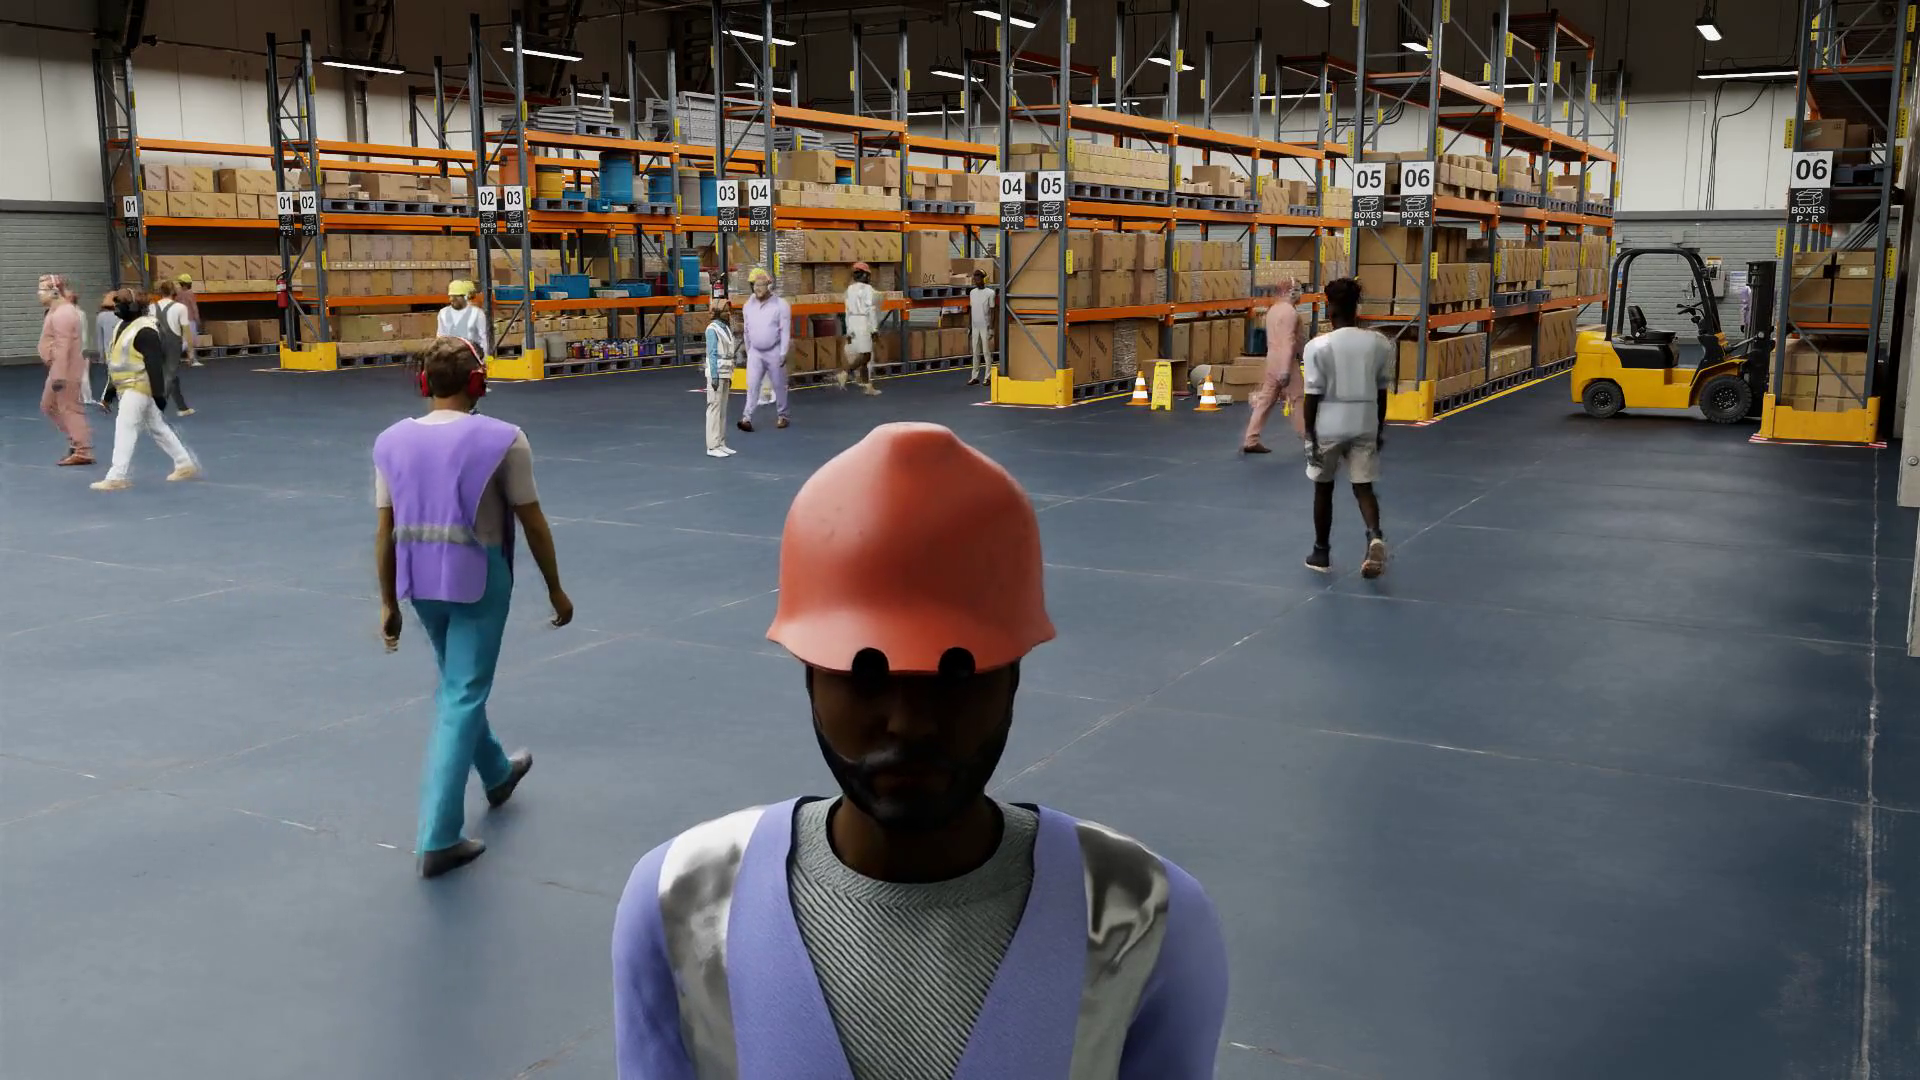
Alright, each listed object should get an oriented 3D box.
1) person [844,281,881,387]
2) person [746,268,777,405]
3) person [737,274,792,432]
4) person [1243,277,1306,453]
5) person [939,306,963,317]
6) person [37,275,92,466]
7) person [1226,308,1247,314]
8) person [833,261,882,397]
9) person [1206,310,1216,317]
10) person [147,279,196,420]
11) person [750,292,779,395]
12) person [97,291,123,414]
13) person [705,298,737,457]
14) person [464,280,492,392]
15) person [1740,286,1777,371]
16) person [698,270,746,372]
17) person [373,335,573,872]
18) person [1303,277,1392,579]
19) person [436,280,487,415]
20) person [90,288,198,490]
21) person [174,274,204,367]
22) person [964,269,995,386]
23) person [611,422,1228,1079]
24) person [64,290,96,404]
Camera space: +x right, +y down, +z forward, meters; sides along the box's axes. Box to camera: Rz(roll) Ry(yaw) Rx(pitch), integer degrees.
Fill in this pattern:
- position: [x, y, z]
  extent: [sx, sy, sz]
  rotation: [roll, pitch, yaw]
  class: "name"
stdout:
- position: [-1.573, -3.347, 26.454]
  extent: [0.657, 1.825, 0.451]
  rotation: [6, 11, 32]
  class: "person"
- position: [-2.748, -2.805, 23.036]
  extent: [0.423, 1.910, 0.612]
  rotation: [-7, 12, -36]
  class: "person"
- position: [-2.312, -2.217, 19.777]
  extent: [0.646, 1.853, 1.010]
  rotation: [2, 10, 14]
  class: "person"
- position: [3.443, -1.820, 17.437]
  extent: [0.989, 1.851, 0.669]
  rotation: [-2, 10, -9]
  class: "person"
- position: [-0.175, -4.833, 34.836]
  extent: [0.630, 1.940, 0.372]
  rotation: [6, 11, 30]
  class: "person"
- position: [-8.886, -1.670, 16.458]
  extent: [0.455, 1.886, 0.672]
  rotation: [-5, 11, -28]
  class: "person"
- position: [5.833, -4.768, 34.543]
  extent: [0.626, 1.903, 0.454]
  rotation: [6, 12, 32]
  class: "person"
- position: [-1.533, -3.084, 24.430]
  extent: [0.752, 1.993, 0.701]
  rotation: [-6, 12, -33]
  class: "person"
- position: [5.309, -4.870, 35.388]
  extent: [0.541, 1.821, 0.944]
  rotation: [9, 13, 41]
  class: "person"
- position: [-10.088, -2.418, 21.161]
  extent: [0.549, 1.796, 0.926]
  rotation: [1, 10, 8]
  class: "person"
- position: [-2.848, -3.080, 25.067]
  extent: [0.686, 1.788, 0.634]
  rotation: [6, 11, 30]
  class: "person"
- position: [-10.892, -2.395, 21.487]
  extent: [0.510, 1.622, 0.365]
  rotation: [4, 10, 22]
  class: "person"
- position: [-2.493, -1.683, 17.267]
  extent: [0.311, 1.638, 0.522]
  rotation: [1, 10, 9]
  class: "person"
- position: [-7.519, -3.064, 25.140]
  extent: [0.486, 1.712, 0.750]
  rotation: [8, 13, 40]
  class: "person"
- position: [13.825, -3.790, 28.797]
  extent: [0.588, 1.918, 0.398]
  rotation: [1, 10, 6]
  class: "person"
- position: [-4.289, -3.962, 30.066]
  extent: [0.581, 1.847, 0.979]
  rotation: [9, 14, 44]
  class: "person"
- position: [-1.709, 0.186, 5.876]
  extent: [0.593, 1.795, 0.969]
  rotation: [3, 10, 17]
  class: "person"
- position: [2.491, -0.710, 10.676]
  extent: [0.620, 1.945, 0.814]
  rotation: [-1, 10, -8]
  class: "person"
- position: [-5.972, -2.225, 19.983]
  extent: [0.601, 1.802, 0.852]
  rotation: [1, 10, 6]
  class: "person"
- position: [-7.403, -1.372, 15.039]
  extent: [0.970, 1.805, 0.620]
  rotation: [-8, 13, -40]
  class: "person"
- position: [-14.472, -4.092, 31.039]
  extent: [0.531, 1.747, 0.662]
  rotation: [5, 11, 29]
  class: "person"
- position: [0.322, -3.389, 26.604]
  extent: [0.508, 1.865, 0.329]
  rotation: [7, 12, 35]
  class: "person"
- position: [-0.043, 0.862, 1.480]
  extent: [0.545, 1.942, 0.353]
  rotation: [0, 10, 2]
  class: "person"
- position: [-12.335, -2.652, 23.032]
  extent: [0.519, 1.606, 0.821]
  rotation: [0, 10, 1]
  class: "person"
